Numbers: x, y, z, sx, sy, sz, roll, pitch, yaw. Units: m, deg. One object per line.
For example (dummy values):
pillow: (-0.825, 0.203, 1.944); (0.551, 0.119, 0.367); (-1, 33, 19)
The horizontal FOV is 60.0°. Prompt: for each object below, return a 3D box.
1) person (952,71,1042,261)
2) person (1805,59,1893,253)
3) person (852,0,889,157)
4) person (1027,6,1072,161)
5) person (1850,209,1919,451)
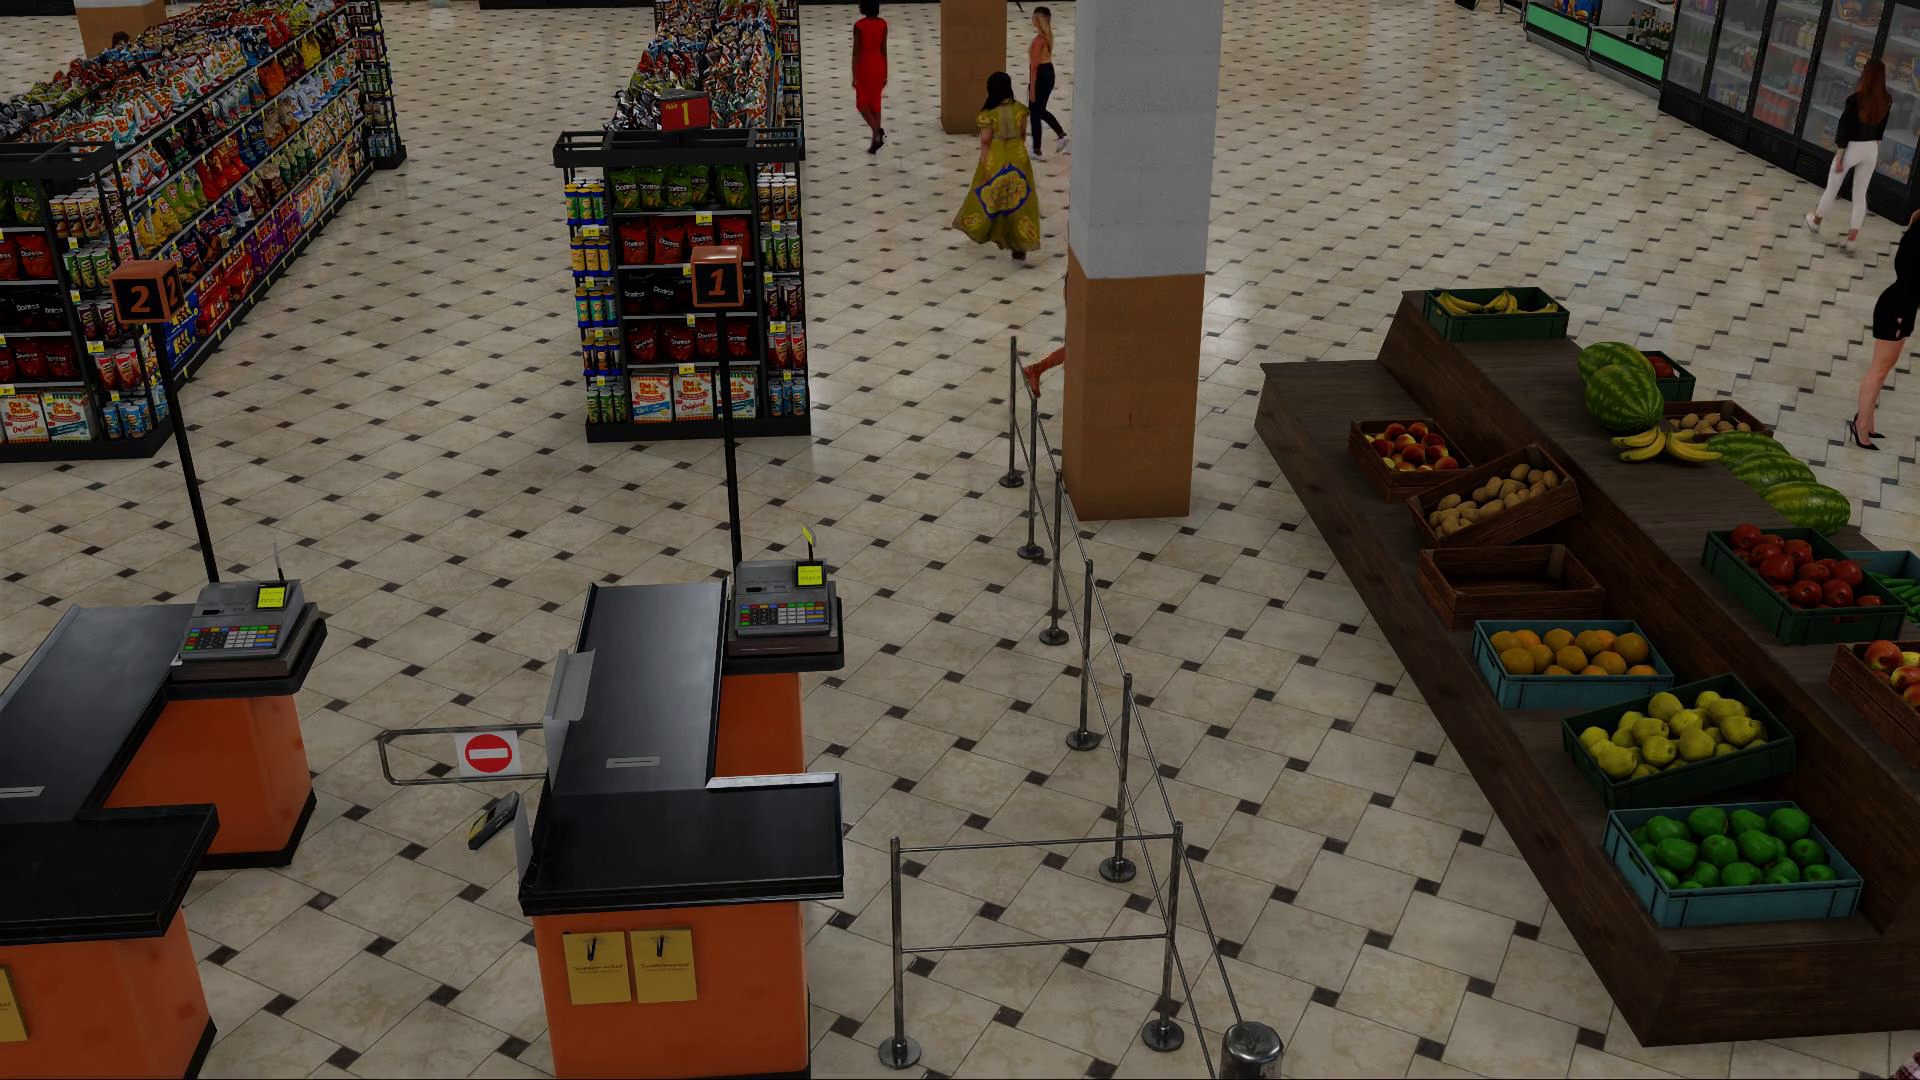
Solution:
person: (0.424, -3.249, 14.678); (0.975, 1.596, 1.342); (-9, 28, -17)
person: (8.071, -3.406, 14.909); (0.723, 1.666, 1.145); (3, 27, 5)
person: (-0.924, -5.010, 17.998); (0.756, 1.733, 0.842); (-15, 31, -27)
person: (0.947, -4.889, 17.883); (0.864, 1.622, 0.851); (13, 30, 24)
person: (6.217, -1.475, 10.989); (0.707, 1.767, 0.644); (20, 33, 34)
